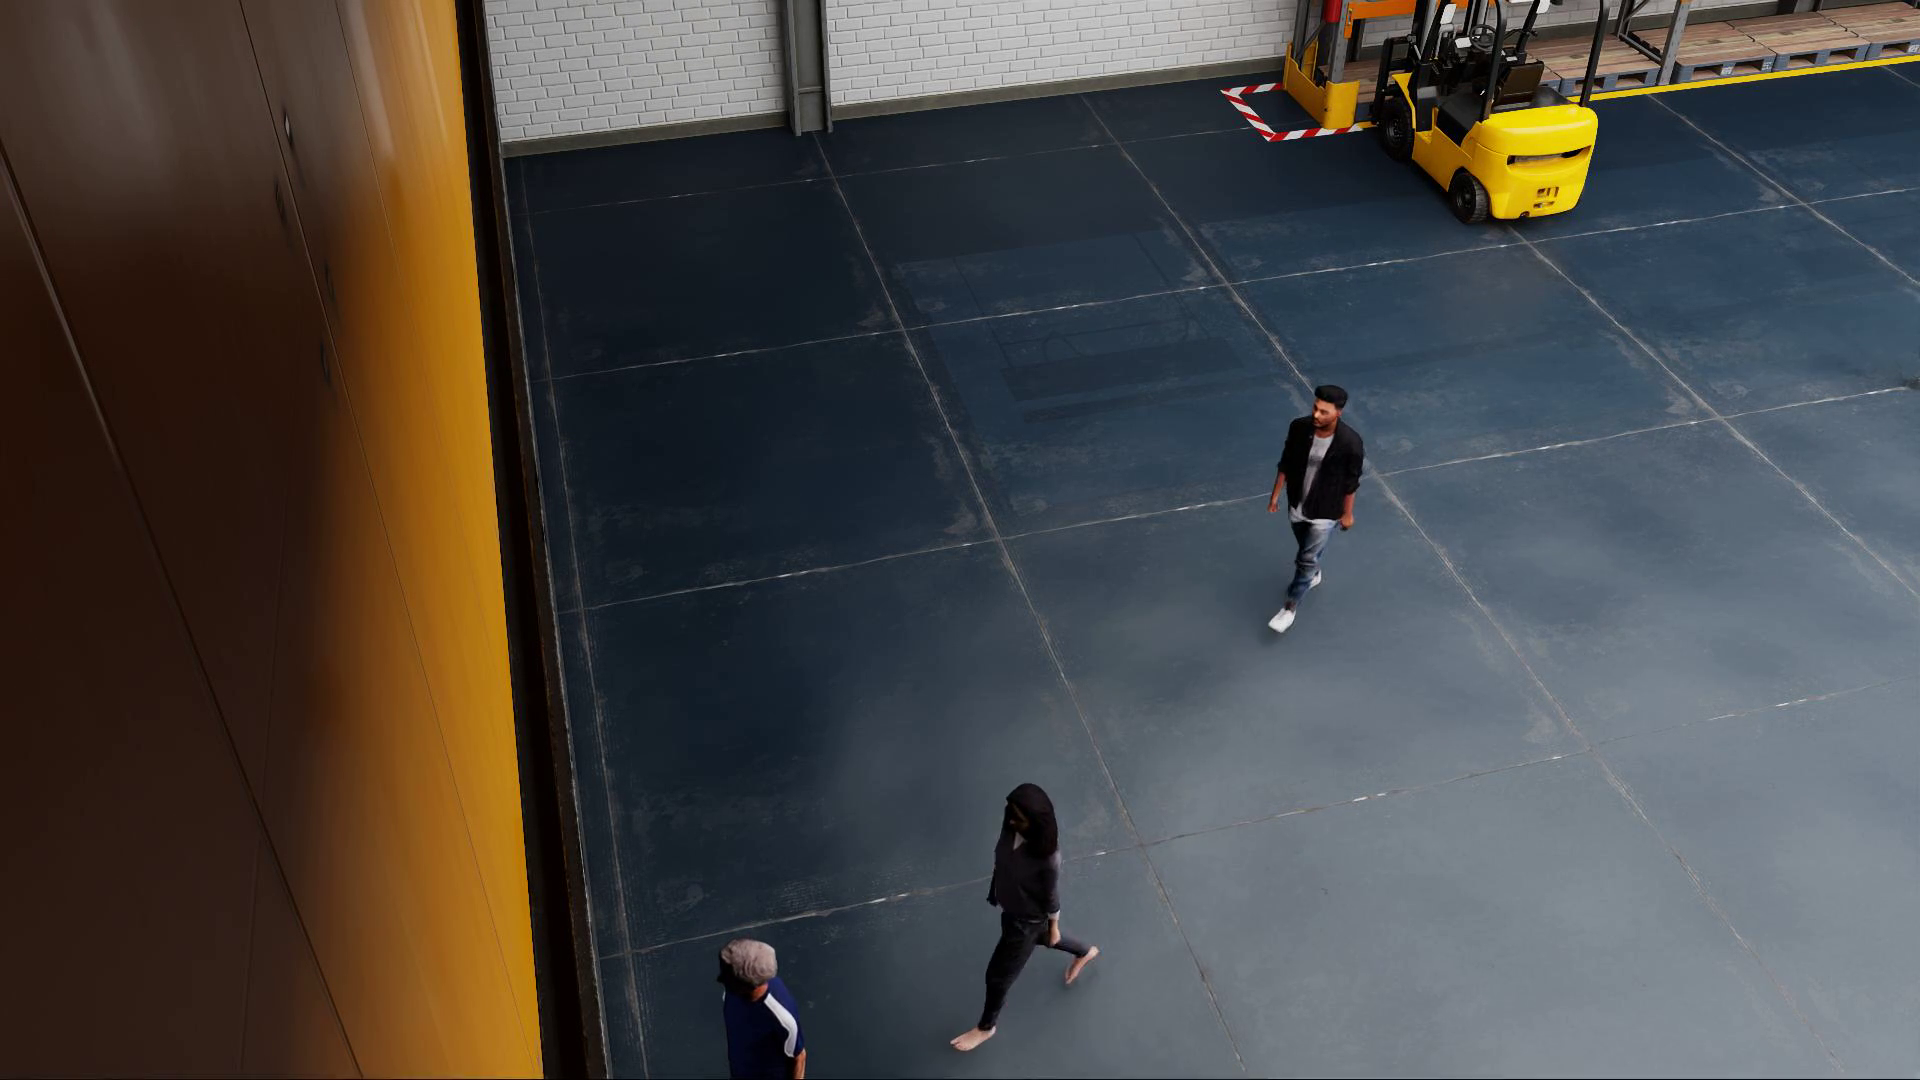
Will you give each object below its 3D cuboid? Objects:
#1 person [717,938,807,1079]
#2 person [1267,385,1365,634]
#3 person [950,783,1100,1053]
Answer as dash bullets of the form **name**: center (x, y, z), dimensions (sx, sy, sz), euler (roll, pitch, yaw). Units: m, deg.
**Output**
- **person**: center (-0.886, 2.400, 7.595), dimensions (0.712, 1.834, 0.710), euler (32, 48, 33)
- **person**: center (2.416, -0.307, 11.027), dimensions (1.150, 1.782, 0.991), euler (-32, 48, -33)
- **person**: center (0.400, 1.830, 8.400), dimensions (1.221, 1.719, 0.802), euler (-19, 42, -22)
